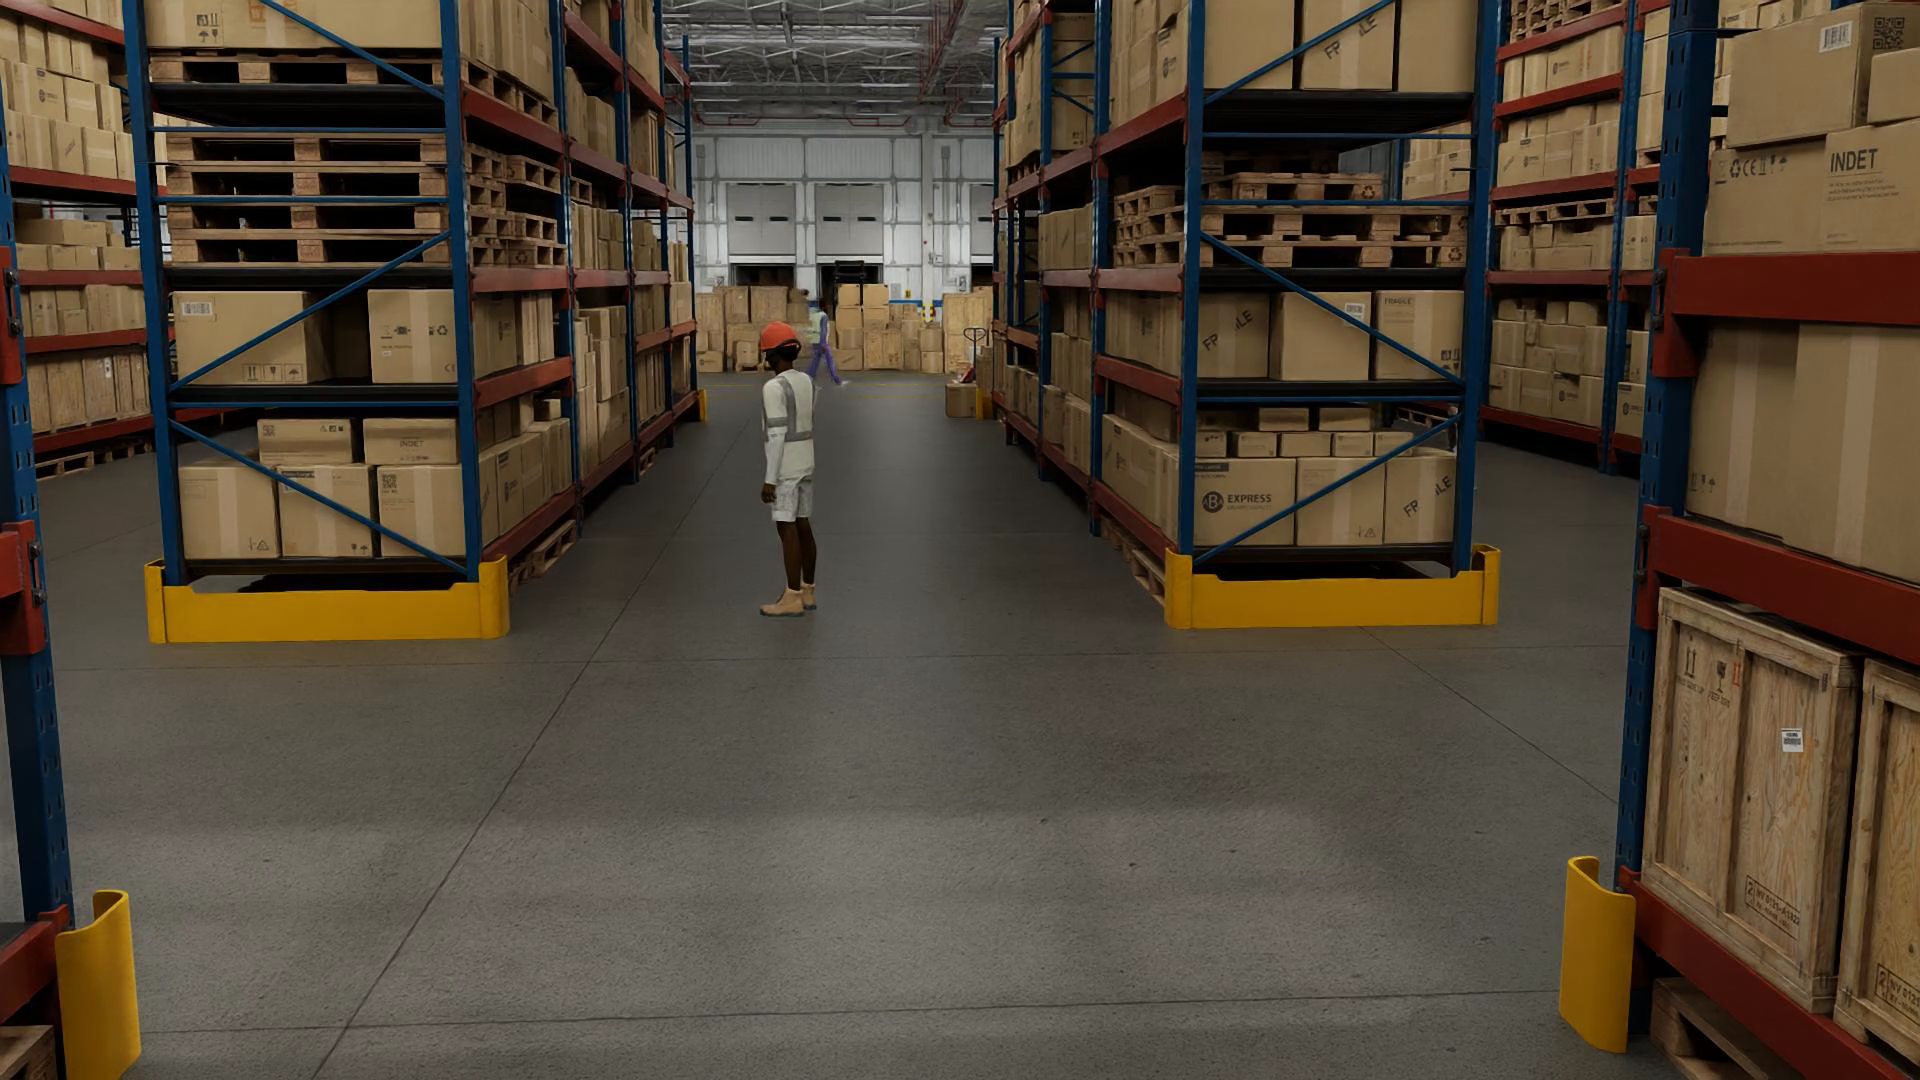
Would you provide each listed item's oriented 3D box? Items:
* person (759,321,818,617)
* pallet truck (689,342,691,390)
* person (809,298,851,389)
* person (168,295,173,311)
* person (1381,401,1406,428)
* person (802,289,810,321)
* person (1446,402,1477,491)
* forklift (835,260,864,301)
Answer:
[{"bbox_3d":[-1.210,-0.483,11.492,0.394,2.040,0.609,3,10,21],"label":"person"},{"bbox_3d":[-5.225,-3.008,27.480,1.885,1.965,0.823,2,9,14],"label":"pallet truck"},{"bbox_3d":[-2.757,-4.067,34.491,0.953,1.872,0.627,-4,10,-25],"label":"person"},{"bbox_3d":[-29.285,-8.528,62.243,0.635,1.963,0.616,-8,12,-40],"label":"person"},{"bbox_3d":[6.165,-2.403,23.771,0.624,1.974,0.645,0,9,-1],"label":"person"},{"bbox_3d":[-5.031,-7.152,53.720,0.465,1.924,0.639,-3,10,-18],"label":"person"},{"bbox_3d":[5.505,-1.359,18.255,0.308,1.638,0.514,-1,9,-3],"label":"person"},{"bbox_3d":[-3.500,-7.489,52.851,1.129,2.768,1.873,-1,9,-4],"label":"forklift"}]
